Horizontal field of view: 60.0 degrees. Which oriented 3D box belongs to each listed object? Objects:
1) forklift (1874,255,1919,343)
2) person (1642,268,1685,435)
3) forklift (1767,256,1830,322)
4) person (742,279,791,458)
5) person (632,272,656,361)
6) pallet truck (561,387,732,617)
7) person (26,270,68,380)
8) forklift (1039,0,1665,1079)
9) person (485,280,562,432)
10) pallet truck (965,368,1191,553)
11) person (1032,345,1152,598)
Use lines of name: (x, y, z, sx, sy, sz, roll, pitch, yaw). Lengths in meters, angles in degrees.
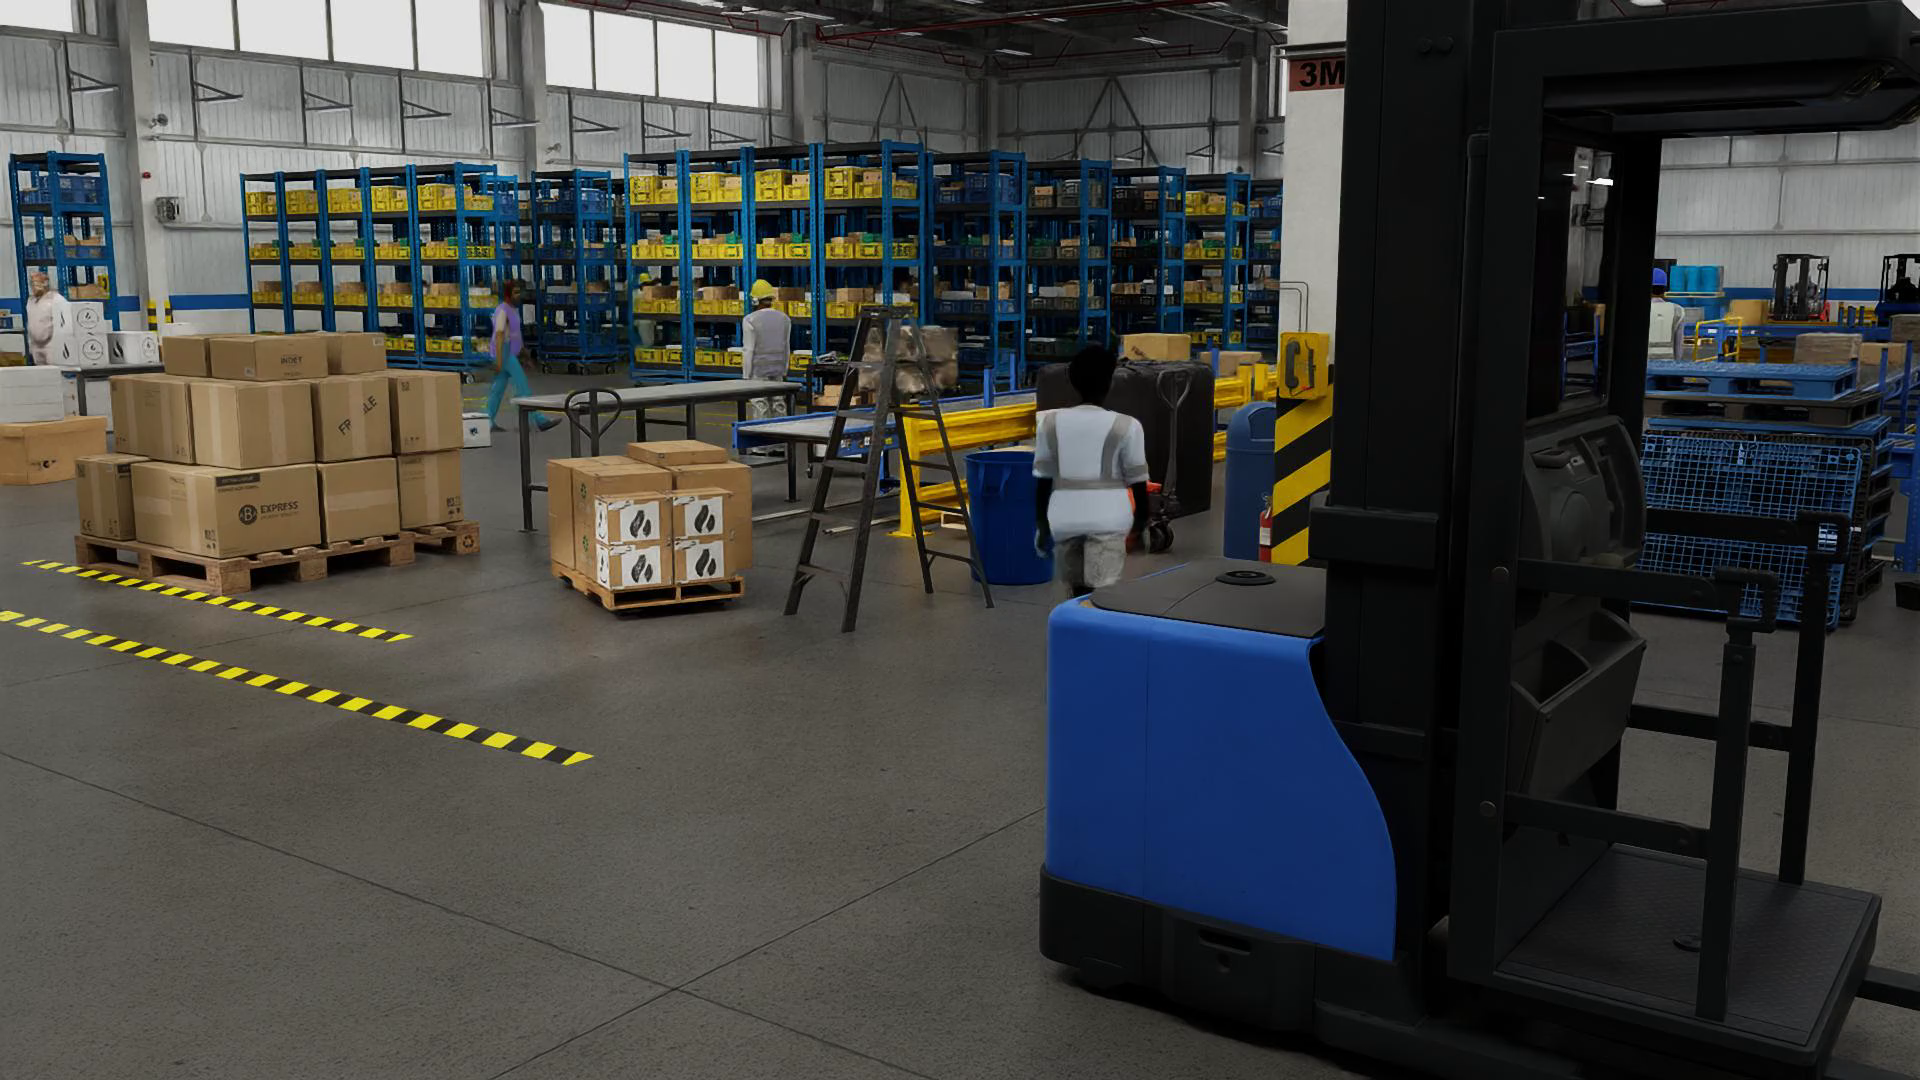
forklift: (22.089, -5.634, 38.796, 1.157, 1.987, 2.680, 6, 11, 33)
person: (6.849, -1.709, 16.491, 0.608, 1.948, 0.389, 0, 10, -1)
forklift: (20.253, -5.854, 40.139, 1.157, 1.987, 2.680, 7, 12, 35)
person: (-1.979, -1.708, 16.819, 0.404, 1.837, 0.589, 9, 13, 43)
person: (-5.935, -4.092, 31.106, 0.640, 1.815, 0.591, 5, 11, 27)
pallet truck: (-1.981, -0.274, 10.088, 0.680, 1.201, 1.601, -5, 11, -28)
person: (-11.622, -2.470, 21.175, 0.650, 1.908, 0.402, 3, 10, 20)
forklift: (1.249, -0.137, 4.360, 1.873, 2.768, 1.129, 7, 12, 35)
person: (-5.204, -2.148, 19.581, 0.979, 1.789, 0.573, -2, 10, -10)
pallet truck: (0.845, -0.609, 11.869, 1.630, 1.274, 0.653, 7, 12, 35)
person: (0.612, -0.068, 7.638, 0.533, 1.644, 0.908, 5, 11, 28)
